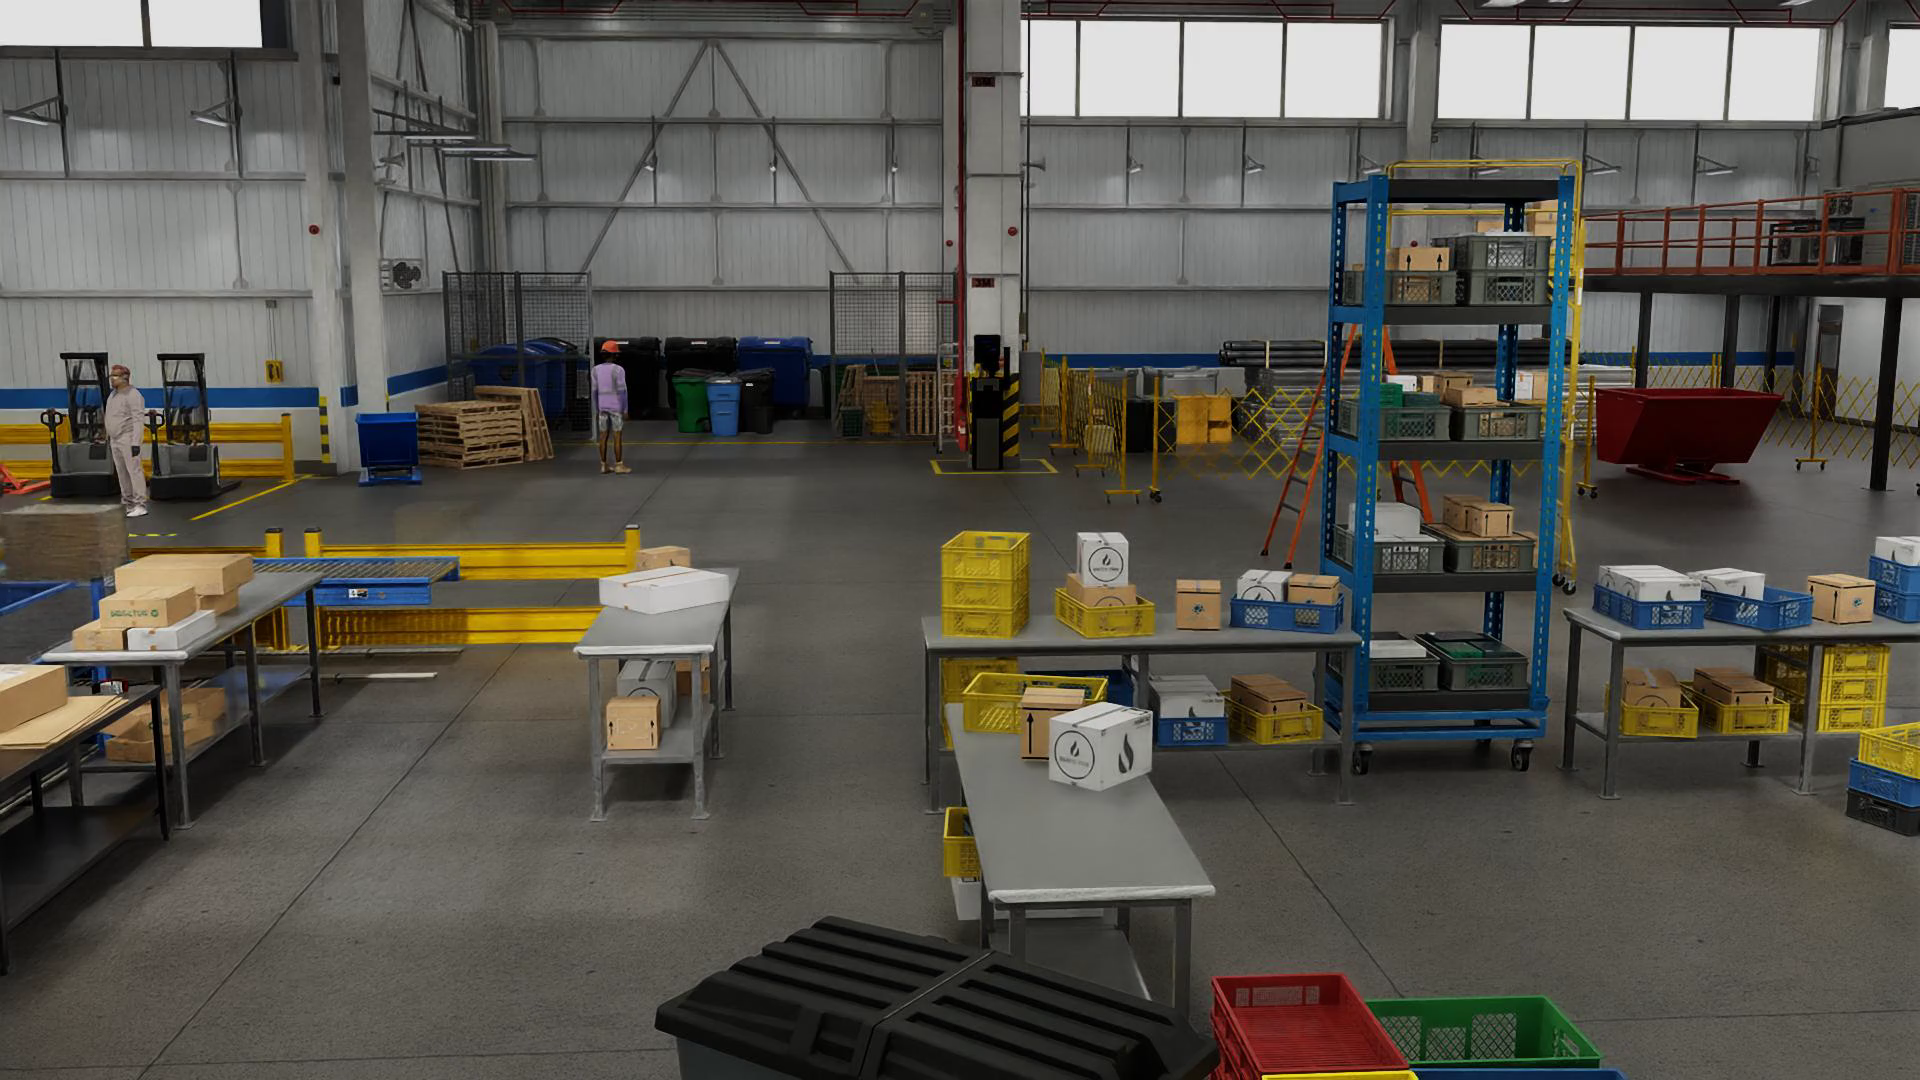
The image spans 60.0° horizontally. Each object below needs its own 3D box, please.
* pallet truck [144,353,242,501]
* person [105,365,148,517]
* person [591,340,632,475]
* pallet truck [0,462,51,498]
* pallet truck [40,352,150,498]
[{"bbox_3d":[-10.520,-1.604,22.925,0.823,1.965,1.885,-1,9,-6],"label":"pallet truck"},{"bbox_3d":[-10.521,-1.243,20.927,0.647,1.913,0.409,6,11,34],"label":"person"},{"bbox_3d":[-5.306,-2.013,25.347,0.608,2.044,0.373,4,10,23],"label":"person"},{"bbox_3d":[-13.193,-1.293,23.148,0.653,1.274,1.630,-1,9,-4],"label":"pallet truck"},{"bbox_3d":[-11.907,-1.642,23.165,0.823,1.965,1.885,0,9,0],"label":"pallet truck"}]
